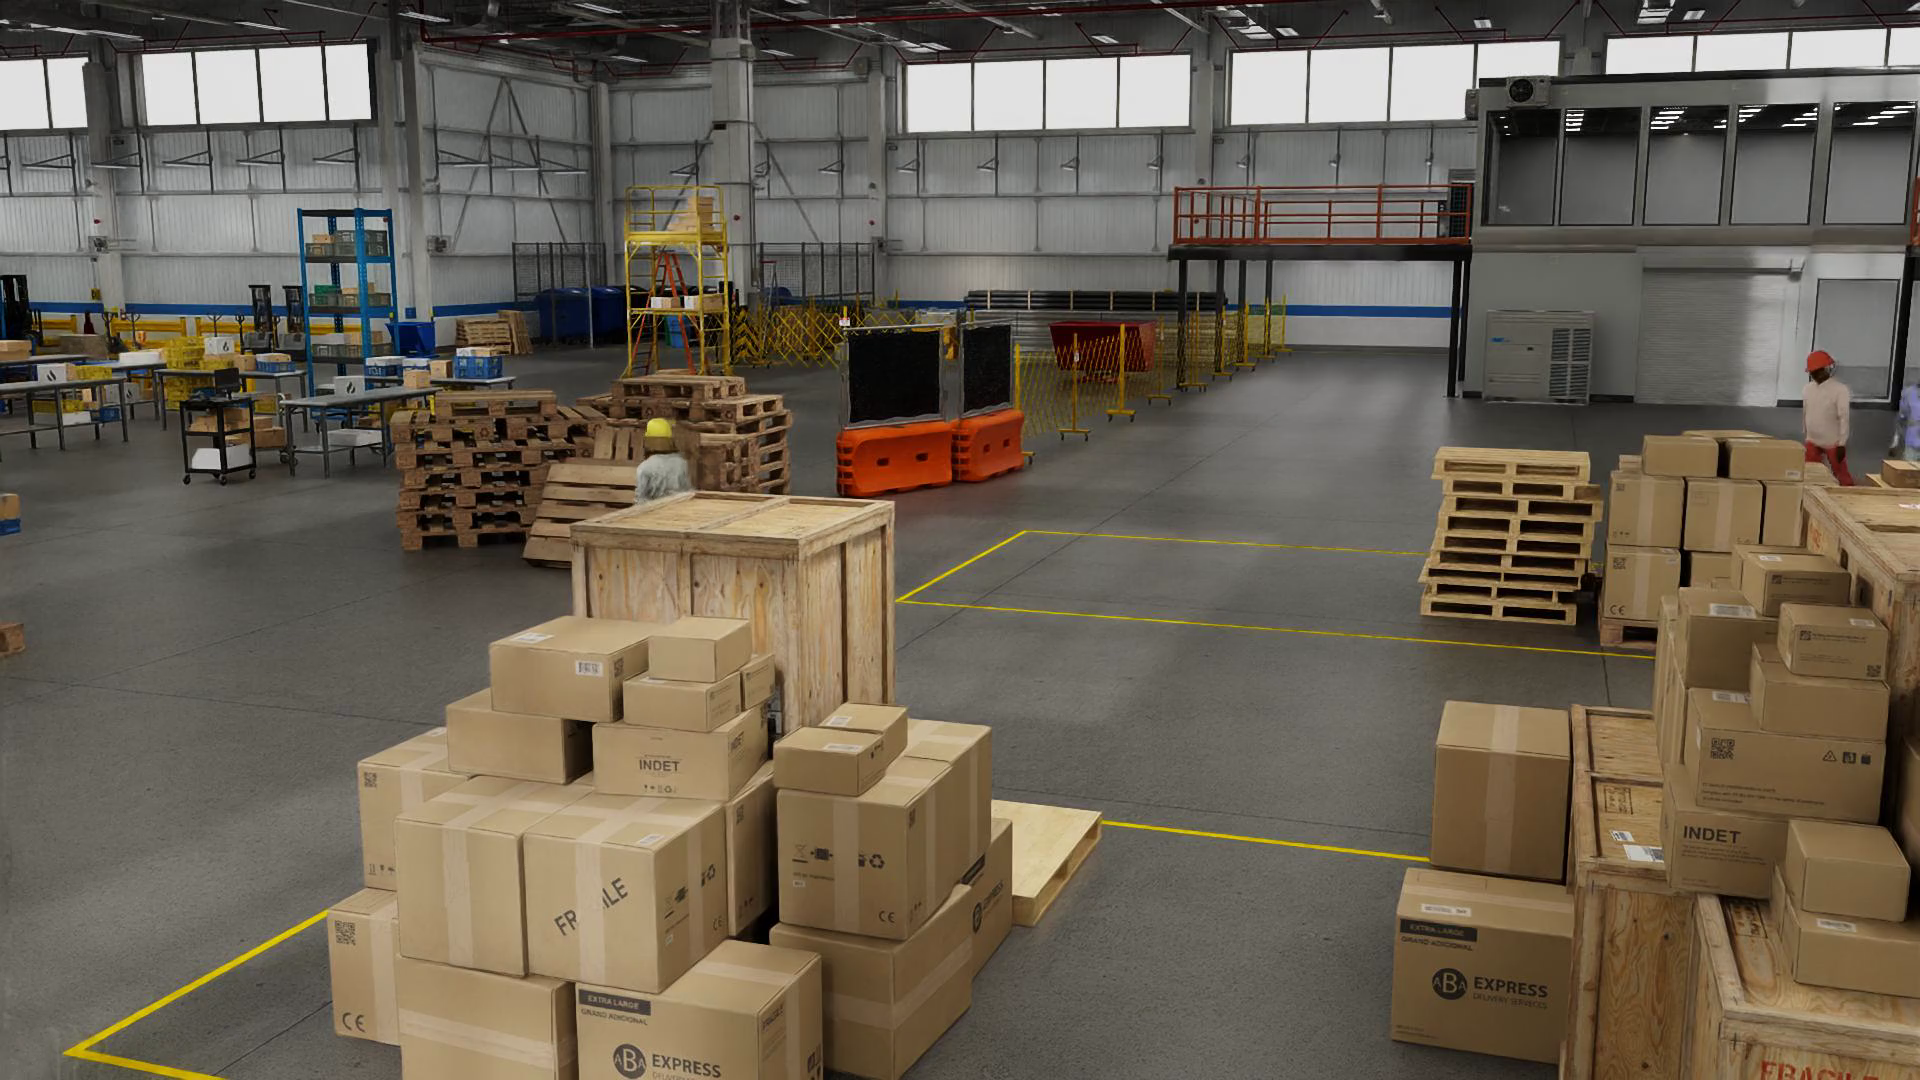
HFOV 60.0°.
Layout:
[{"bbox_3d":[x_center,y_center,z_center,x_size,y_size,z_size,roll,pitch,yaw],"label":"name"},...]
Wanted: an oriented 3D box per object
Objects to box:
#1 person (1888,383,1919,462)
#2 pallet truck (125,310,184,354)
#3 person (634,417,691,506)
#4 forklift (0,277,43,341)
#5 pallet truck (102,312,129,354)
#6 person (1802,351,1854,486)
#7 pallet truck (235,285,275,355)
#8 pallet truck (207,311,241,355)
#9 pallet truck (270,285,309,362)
[{"bbox_3d":[10.076,-1.000,17.451,0.409,1.902,0.672,-7,12,-33],"label":"person"},{"bbox_3d":[-22.038,-5.665,45.457,0.704,1.261,1.522,3,11,17],"label":"pallet truck"},{"bbox_3d":[-2.293,-0.108,12.994,0.876,1.705,0.498,9,13,40],"label":"person"},{"bbox_3d":[-27.151,-6.329,46.328,1.157,1.987,2.680,3,11,17],"label":"forklift"},{"bbox_3d":[-23.057,-5.777,46.261,0.680,1.201,1.601,3,11,19],"label":"pallet truck"},{"bbox_3d":[9.214,-1.052,17.712,1.072,1.928,0.676,-4,11,-20],"label":"person"},{"bbox_3d":[-18.327,-5.835,44.421,0.823,1.965,1.885,4,11,23],"label":"pallet truck"},{"bbox_3d":[-19.537,-5.575,44.913,0.653,1.274,1.630,3,11,19],"label":"pallet truck"},{"bbox_3d":[-17.147,-5.700,43.663,0.823,1.965,1.885,3,11,17],"label":"pallet truck"}]
